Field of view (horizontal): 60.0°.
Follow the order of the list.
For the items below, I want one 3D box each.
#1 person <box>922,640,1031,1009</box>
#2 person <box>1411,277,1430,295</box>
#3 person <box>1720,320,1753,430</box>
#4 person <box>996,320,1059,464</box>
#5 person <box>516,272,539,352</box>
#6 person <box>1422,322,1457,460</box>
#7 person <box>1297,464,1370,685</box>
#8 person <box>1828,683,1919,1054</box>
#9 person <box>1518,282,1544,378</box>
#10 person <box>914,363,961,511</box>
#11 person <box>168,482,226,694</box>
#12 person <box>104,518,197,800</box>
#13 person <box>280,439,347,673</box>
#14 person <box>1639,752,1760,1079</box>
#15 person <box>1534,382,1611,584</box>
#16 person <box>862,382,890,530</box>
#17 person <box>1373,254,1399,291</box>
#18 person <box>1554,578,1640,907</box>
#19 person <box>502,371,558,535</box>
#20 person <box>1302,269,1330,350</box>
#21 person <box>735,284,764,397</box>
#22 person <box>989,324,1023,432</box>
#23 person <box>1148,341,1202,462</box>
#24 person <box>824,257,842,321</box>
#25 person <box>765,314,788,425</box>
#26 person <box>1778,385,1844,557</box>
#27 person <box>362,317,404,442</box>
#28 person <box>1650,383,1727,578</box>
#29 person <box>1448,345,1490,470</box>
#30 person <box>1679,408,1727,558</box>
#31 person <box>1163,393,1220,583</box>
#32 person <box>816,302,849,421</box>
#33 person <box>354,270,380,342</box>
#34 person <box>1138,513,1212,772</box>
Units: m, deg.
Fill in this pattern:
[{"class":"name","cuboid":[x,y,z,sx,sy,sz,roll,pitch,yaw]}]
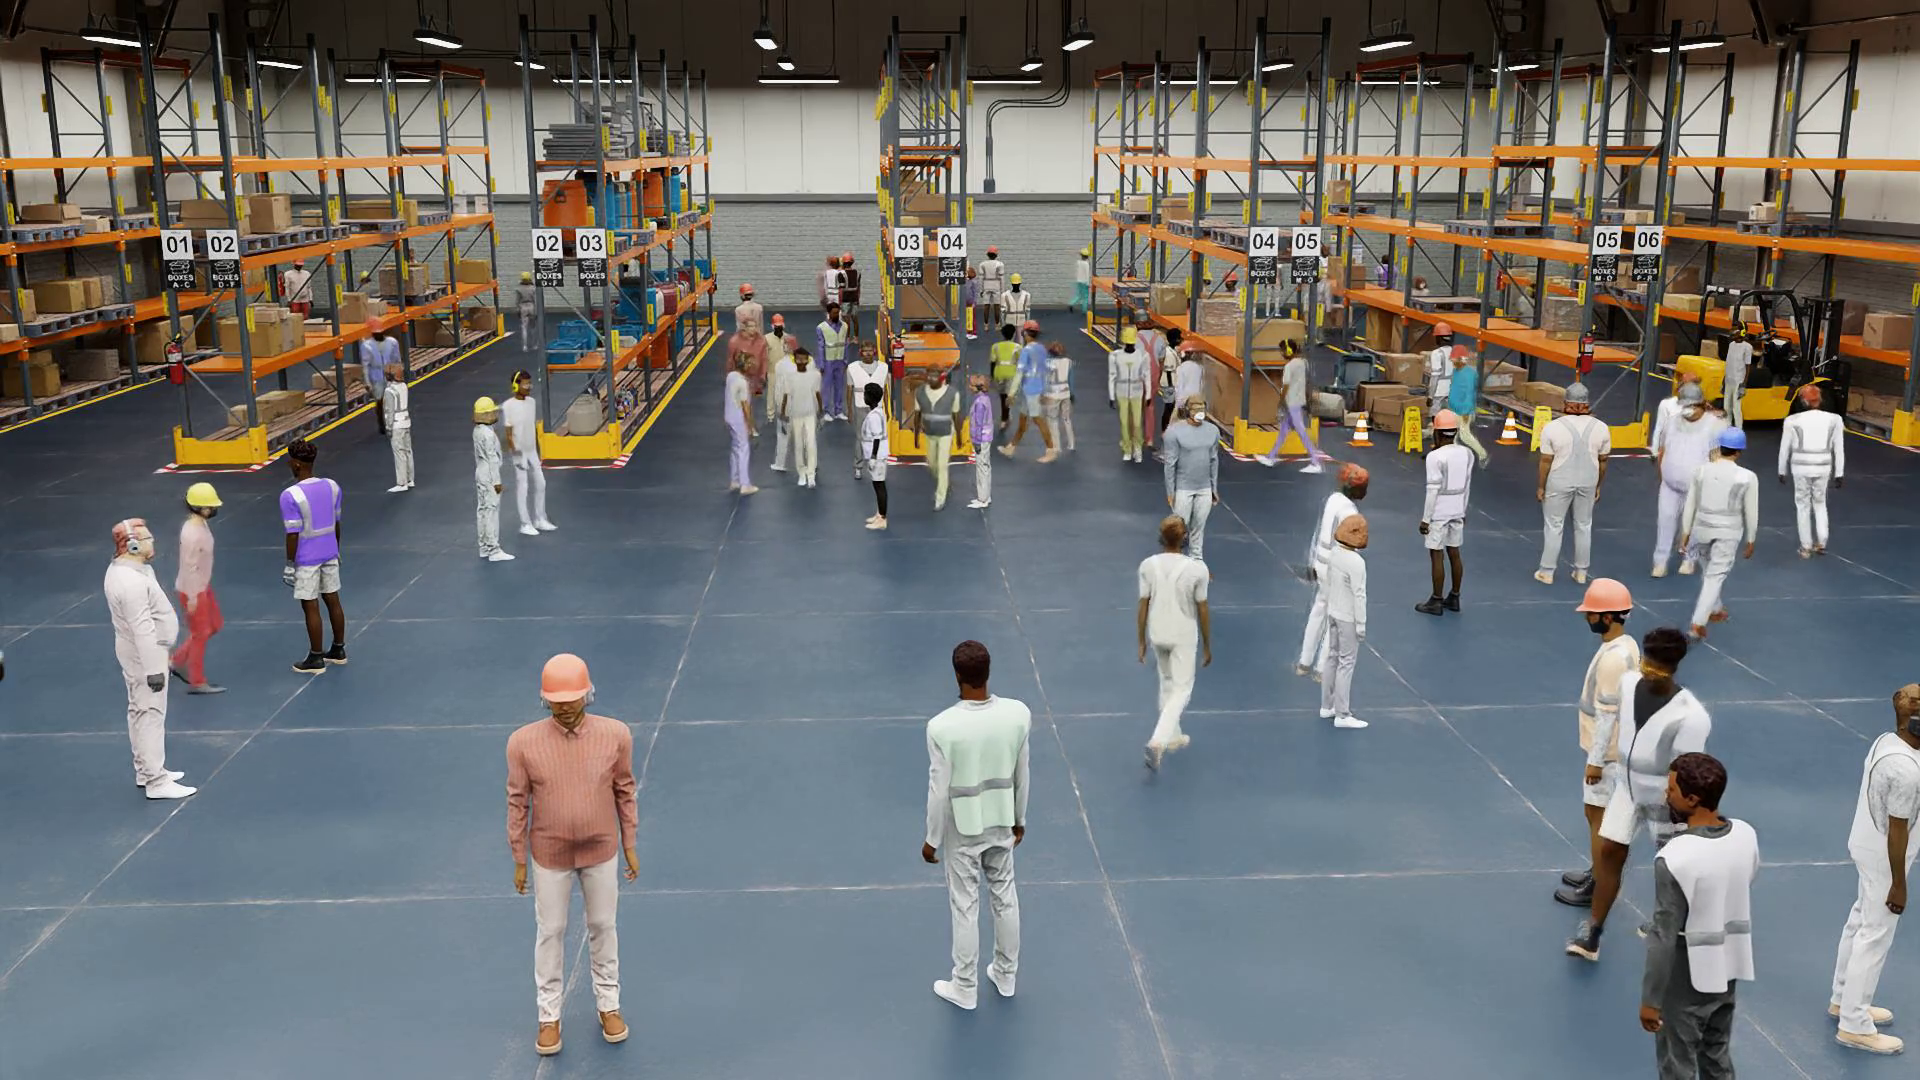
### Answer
[{"class":"person","cuboid":[0.091,1.444,8.426,0.588,1.913,0.391,-7,15,-29]},{"class":"person","cuboid":[9.942,-4.918,36.125,0.511,1.563,0.914,-2,14,-10]},{"class":"person","cuboid":[11.255,-2.259,24.205,0.329,1.872,0.508,-3,14,-12]},{"class":"person","cuboid":[0.962,-2.049,23.120,1.044,1.969,0.735,6,15,25]},{"class":"person","cuboid":[-9.315,-4.921,35.837,0.498,1.705,0.876,-1,13,-3]},{"class":"person","cuboid":[6.710,-2.070,23.263,0.551,1.933,0.371,-10,17,-37]},{"class":"person","cuboid":[3.027,0.260,13.568,0.422,1.854,0.745,-1,13,-6]},{"class":"person","cuboid":[4.500,1.571,8.062,0.349,1.837,0.502,5,14,19]},{"class":"person","cuboid":[10.812,-3.958,31.525,0.549,1.815,0.945,3,14,12]},{"class":"person","cuboid":[-0.240,-1.294,20.273,0.587,1.807,0.730,5,14,19]},{"class":"person","cuboid":[-6.089,0.390,13.253,0.537,1.736,0.549,-4,14,-15]},{"class":"person","cuboid":[-5.462,0.792,11.190,0.411,1.913,0.643,-9,16,-34]},{"class":"person","cuboid":[-5.400,0.131,13.872,0.364,1.965,0.609,5,14,22]},{"class":"person","cuboid":[3.053,1.809,6.912,0.607,1.906,0.406,-8,16,-32]},{"class":"person","cuboid":[6.106,-0.575,16.704,0.687,2.000,0.538,0,13,0]},{"class":"person","cuboid":[-0.967,-0.964,19.089,0.321,1.696,0.537,0,13,2]},{"class":"person","cuboid":[10.095,-5.870,39.563,0.625,1.844,0.429,-3,14,-11]},{"class":"person","cuboid":[3.687,1.165,9.592,0.386,1.924,0.548,6,15,25]},{"class":"person","cuboid":[-4.892,-0.977,18.797,0.410,1.864,0.535,8,16,32]},{"class":"person","cuboid":[7.724,-5.028,36.162,0.912,1.770,0.623,-10,17,-38]},{"class":"person","cuboid":[-3.705,-3.482,29.118,0.396,1.992,0.622,11,17,40]},{"class":"person","cuboid":[0.717,-2.524,25.806,0.539,1.647,0.904,4,14,16]},{"class":"person","cuboid":[3.026,-1.889,22.975,0.848,1.707,0.575,11,17,40]},{"class":"person","cuboid":[-2.833,-5.500,37.908,0.574,1.882,0.356,10,16,35]},{"class":"person","cuboid":[-2.869,-2.706,26.347,0.559,1.752,0.325,-5,14,-19]},{"class":"person","cuboid":[9.081,-0.736,17.787,0.622,1.858,0.458,3,14,12]},{"class":"person","cuboid":[-8.684,-2.453,25.051,0.578,1.872,0.997,-5,14,-20]},{"class":"person","cuboid":[7.336,-0.603,16.822,0.677,2.000,0.881,10,17,36]},{"class":"person","cuboid":[6.841,-1.783,22.508,0.743,1.718,0.603,-2,13,-8]},{"class":"person","cuboid":[7.931,-0.599,17.710,0.521,1.621,0.446,-10,17,-38]},{"class":"person","cuboid":[2.320,-0.503,16.619,0.631,1.940,0.372,-6,15,-25]},{"class":"person","cuboid":[-2.044,-2.861,26.684,0.585,1.911,0.391,-12,18,-42]},{"class":"person","cuboid":[-12.604,-4.861,35.468,0.537,1.751,0.385,-3,14,-14]},{"class":"person","cuboid":[1.482,0.717,11.719,0.518,1.824,0.846,8,15,31]}]
